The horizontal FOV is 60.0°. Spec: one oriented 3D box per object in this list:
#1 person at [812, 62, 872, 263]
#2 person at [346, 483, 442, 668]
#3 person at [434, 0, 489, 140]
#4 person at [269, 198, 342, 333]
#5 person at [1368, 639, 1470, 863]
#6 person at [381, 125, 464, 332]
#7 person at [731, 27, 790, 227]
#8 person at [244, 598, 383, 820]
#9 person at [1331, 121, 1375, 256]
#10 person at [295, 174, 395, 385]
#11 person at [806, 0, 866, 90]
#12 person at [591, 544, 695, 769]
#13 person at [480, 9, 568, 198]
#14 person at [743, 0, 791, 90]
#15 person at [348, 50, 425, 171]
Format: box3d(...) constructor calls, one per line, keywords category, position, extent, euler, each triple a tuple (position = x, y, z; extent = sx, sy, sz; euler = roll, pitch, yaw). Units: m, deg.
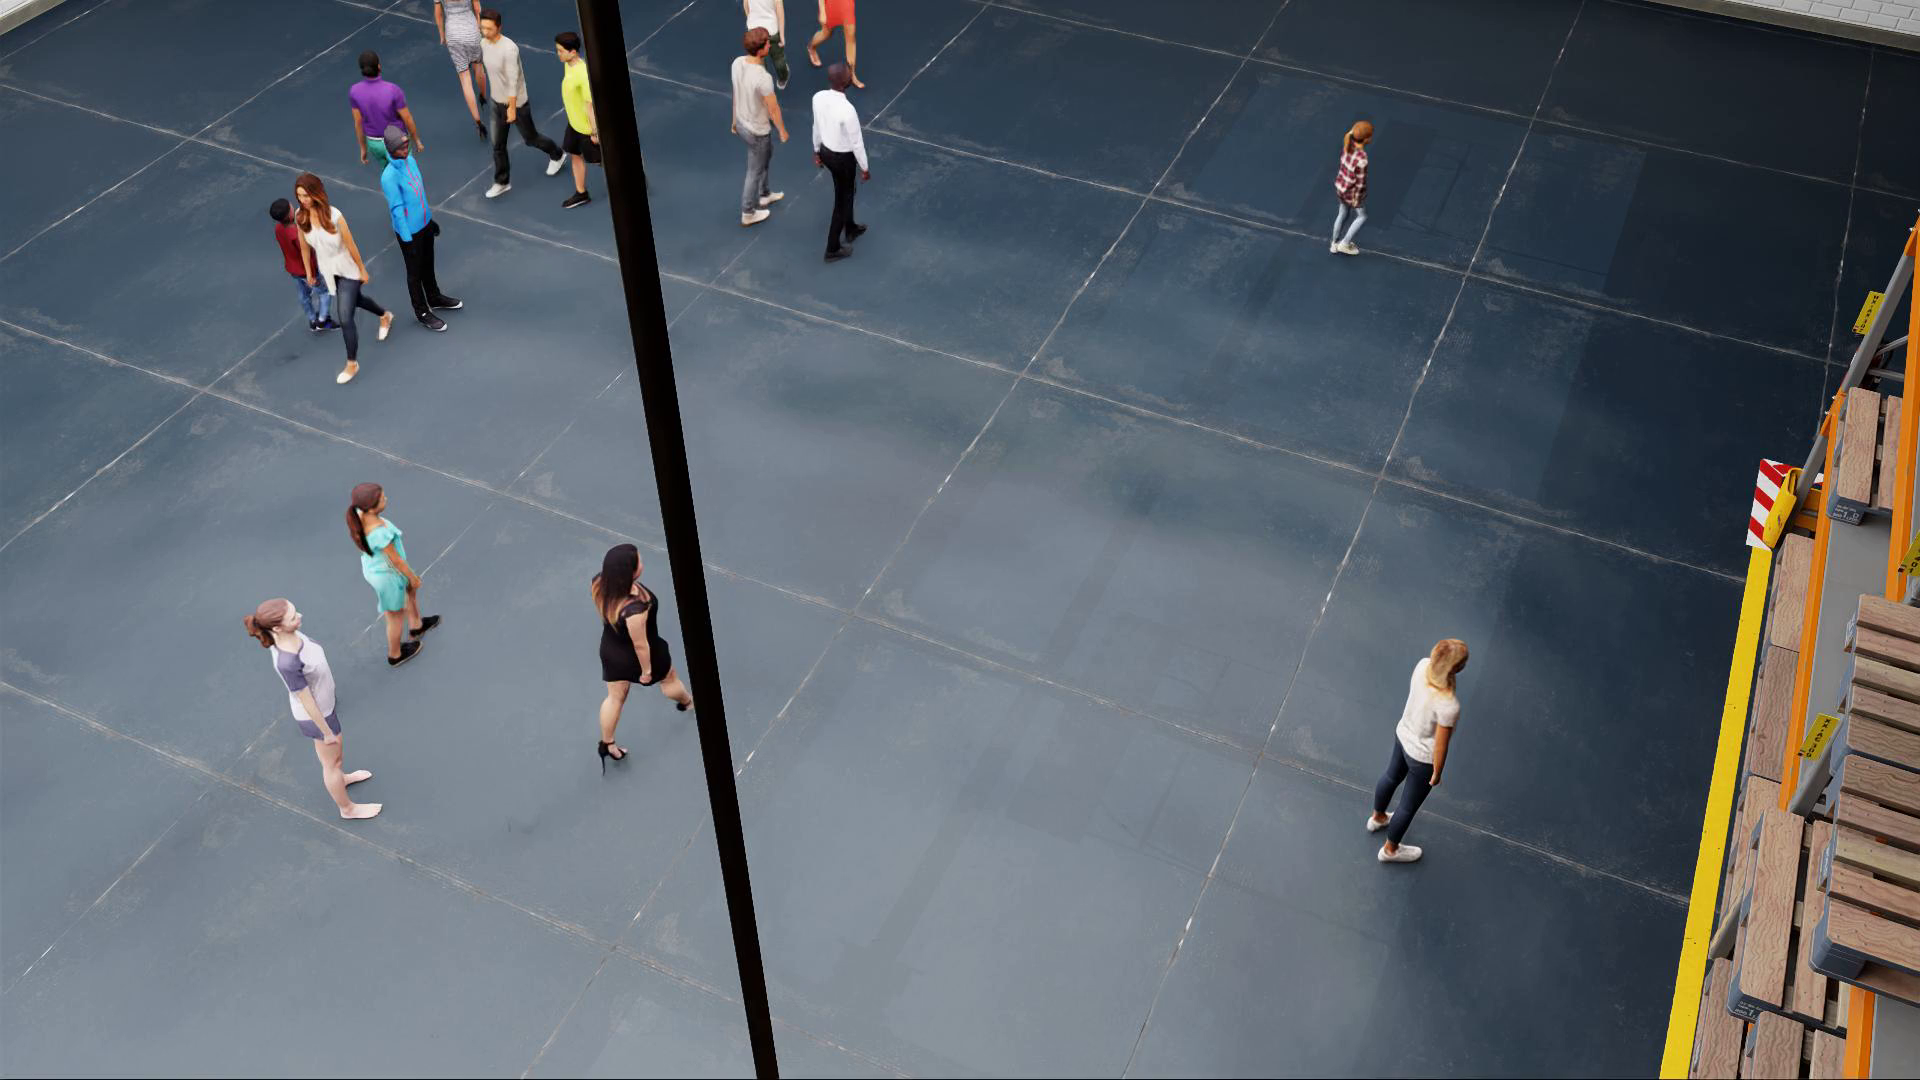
box3d(category="person", position=(-1.110, -3.205, 14.301), extent=(0.829, 1.817, 0.944), euler=(34, 53, 31))
box3d(category="person", position=(-3.802, 0.266, 10.855), extent=(0.676, 1.544, 0.787), euler=(33, 53, 30))
box3d(category="person", position=(-4.734, -4.692, 15.895), extent=(1.022, 1.770, 1.136), euler=(-10, 44, -10))
box3d(category="person", position=(-5.449, -2.220, 13.679), extent=(0.545, 1.248, 0.523), euler=(26, 49, 25))
box3d(category="person", position=(2.657, 1.208, 9.674), extent=(0.717, 1.809, 0.638), euler=(-10, 44, -10))
box3d(category="person", position=(-4.502, -2.583, 13.659), extent=(0.721, 1.801, 0.559), euler=(8, 44, 8))
box3d(category="person", position=(-1.878, -3.595, 14.671), extent=(0.933, 1.871, 0.850), euler=(-30, 51, -27))
box3d(category="person", position=(-3.857, 0.989, 9.935), extent=(0.736, 1.768, 0.685), euler=(-18, 46, -18))
box3d(category="person", position=(3.370, -3.058, 14.521), extent=(0.693, 1.300, 0.633), euler=(-14, 45, -14))
box3d(category="person", position=(-4.895, -2.186, 13.282), extent=(0.692, 1.747, 1.129), euler=(12, 45, 12))
box3d(category="person", position=(-1.304, -5.425, 16.719), extent=(1.107, 1.696, 0.943), euler=(-32, 52, -29))
box3d(category="person", position=(-2.093, 0.753, 10.258), extent=(0.834, 1.662, 1.133), euler=(32, 52, 29))
box3d(category="person", position=(-4.029, -4.039, 15.209), extent=(0.762, 1.771, 1.176), euler=(26, 49, 25))
box3d(category="person", position=(-1.929, -4.894, 16.229), extent=(0.852, 1.603, 1.217), euler=(3, 44, 3))
box3d(category="person", position=(-5.018, -3.407, 14.560), extent=(0.885, 1.751, 1.014), euler=(0, 44, 0))
